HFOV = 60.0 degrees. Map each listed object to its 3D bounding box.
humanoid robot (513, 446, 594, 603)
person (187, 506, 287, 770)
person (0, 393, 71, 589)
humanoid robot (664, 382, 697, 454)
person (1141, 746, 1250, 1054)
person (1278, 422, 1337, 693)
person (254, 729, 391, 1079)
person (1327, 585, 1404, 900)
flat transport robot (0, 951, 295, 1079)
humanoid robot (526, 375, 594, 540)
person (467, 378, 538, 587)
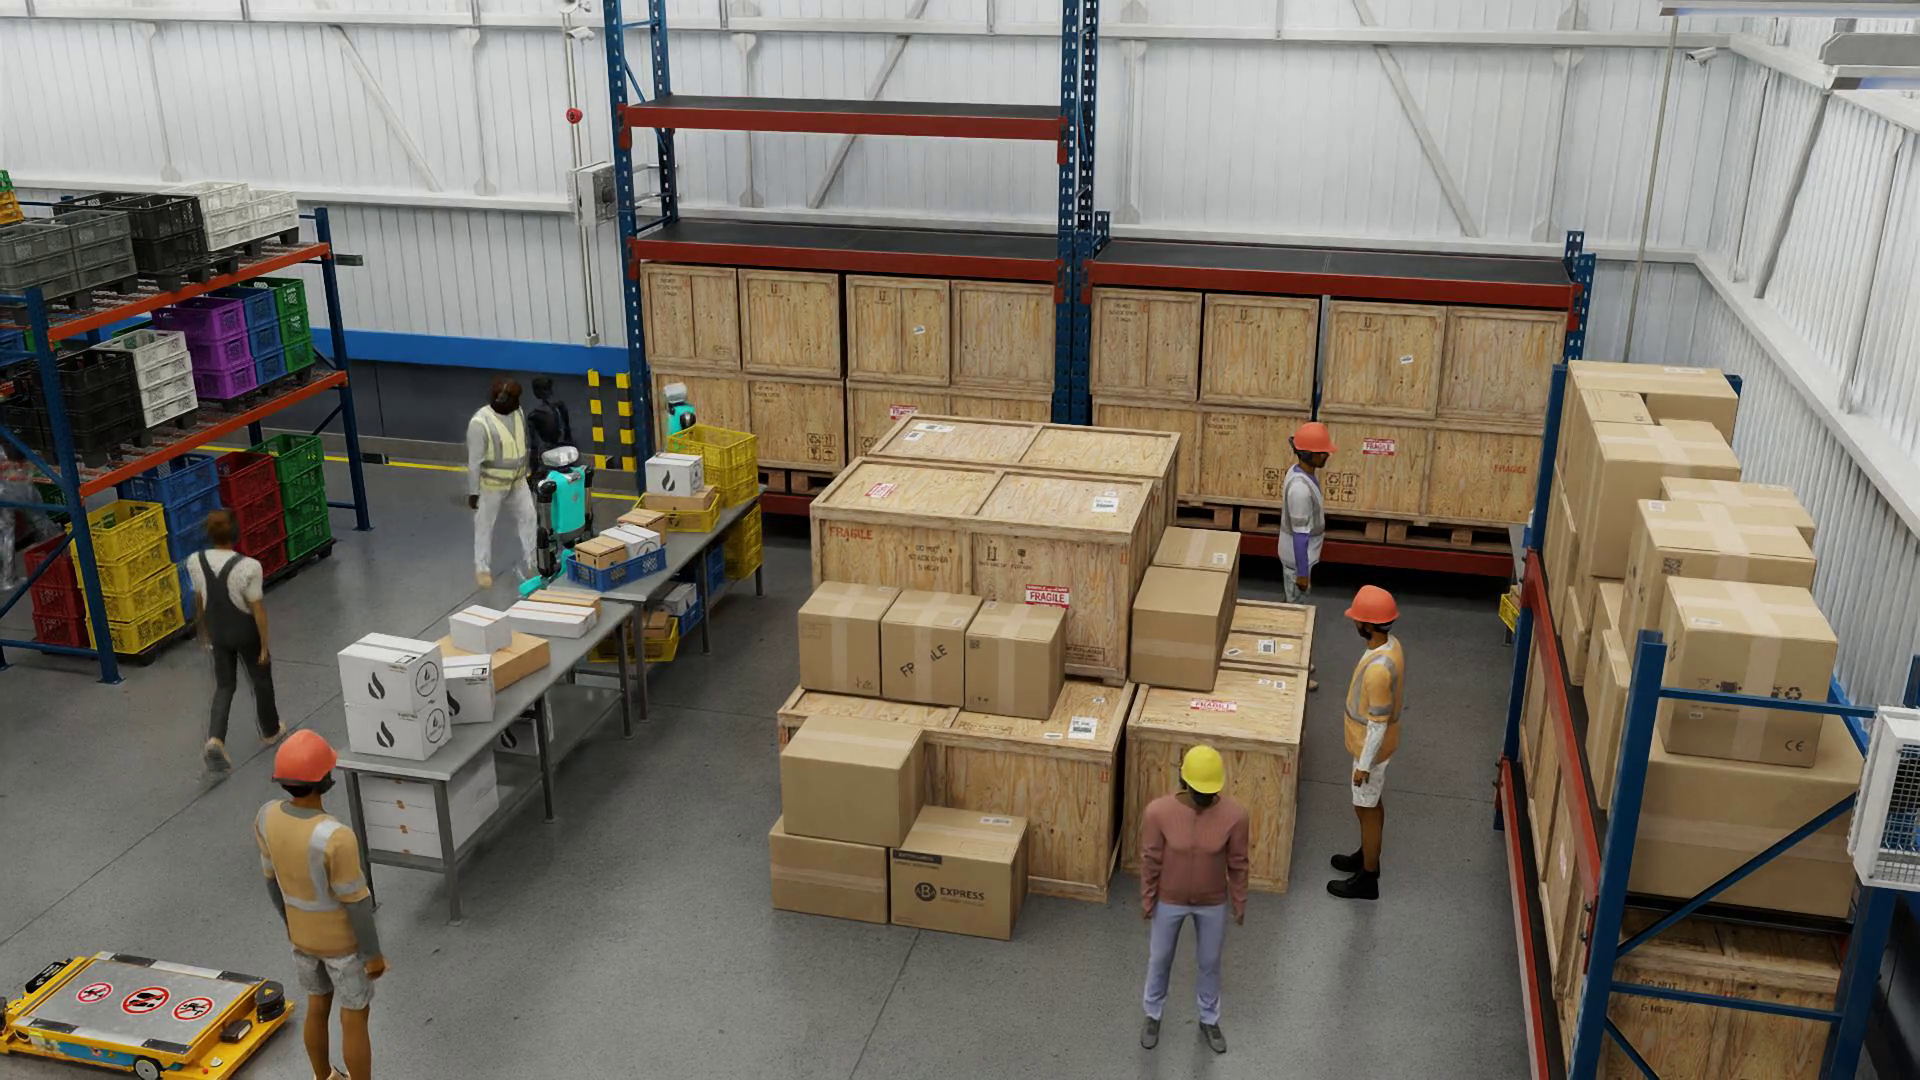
[{"bbox_3d":[-3.134,0.068,12.624,0.735,1.677,0.533,12,24,29],"label":"humanoid robot"},{"bbox_3d":[-4.868,0.657,11.153,0.514,1.826,0.773,0,21,0],"label":"person"},{"bbox_3d":[-8.089,-0.476,14.287,0.501,1.693,0.796,-1,21,-1],"label":"person"},{"bbox_3d":[-2.543,-0.405,14.182,0.677,1.872,0.561,-9,23,-22],"label":"humanoid robot"},{"bbox_3d":[1.162,1.794,8.278,0.534,1.756,0.377,2,21,4],"label":"person"},{"bbox_3d":[2.527,0.114,12.265,0.367,2.044,0.607,3,21,9],"label":"person"},{"bbox_3d":[-2.940,1.822,7.794,0.613,2.045,0.366,11,24,26],"label":"person"},{"bbox_3d":[2.350,1.172,9.647,0.366,1.933,0.550,7,22,17],"label":"person"},{"bbox_3d":[-4.270,2.464,8.601,1.431,0.231,0.659,5,22,13],"label":"flat transport robot"},{"bbox_3d":[-3.636,-0.689,14.947,0.792,1.631,0.610,9,23,23],"label":"humanoid robot"},{"bbox_3d":[-3.889,-0.454,14.083,0.746,1.805,0.833,11,23,26],"label":"person"}]
